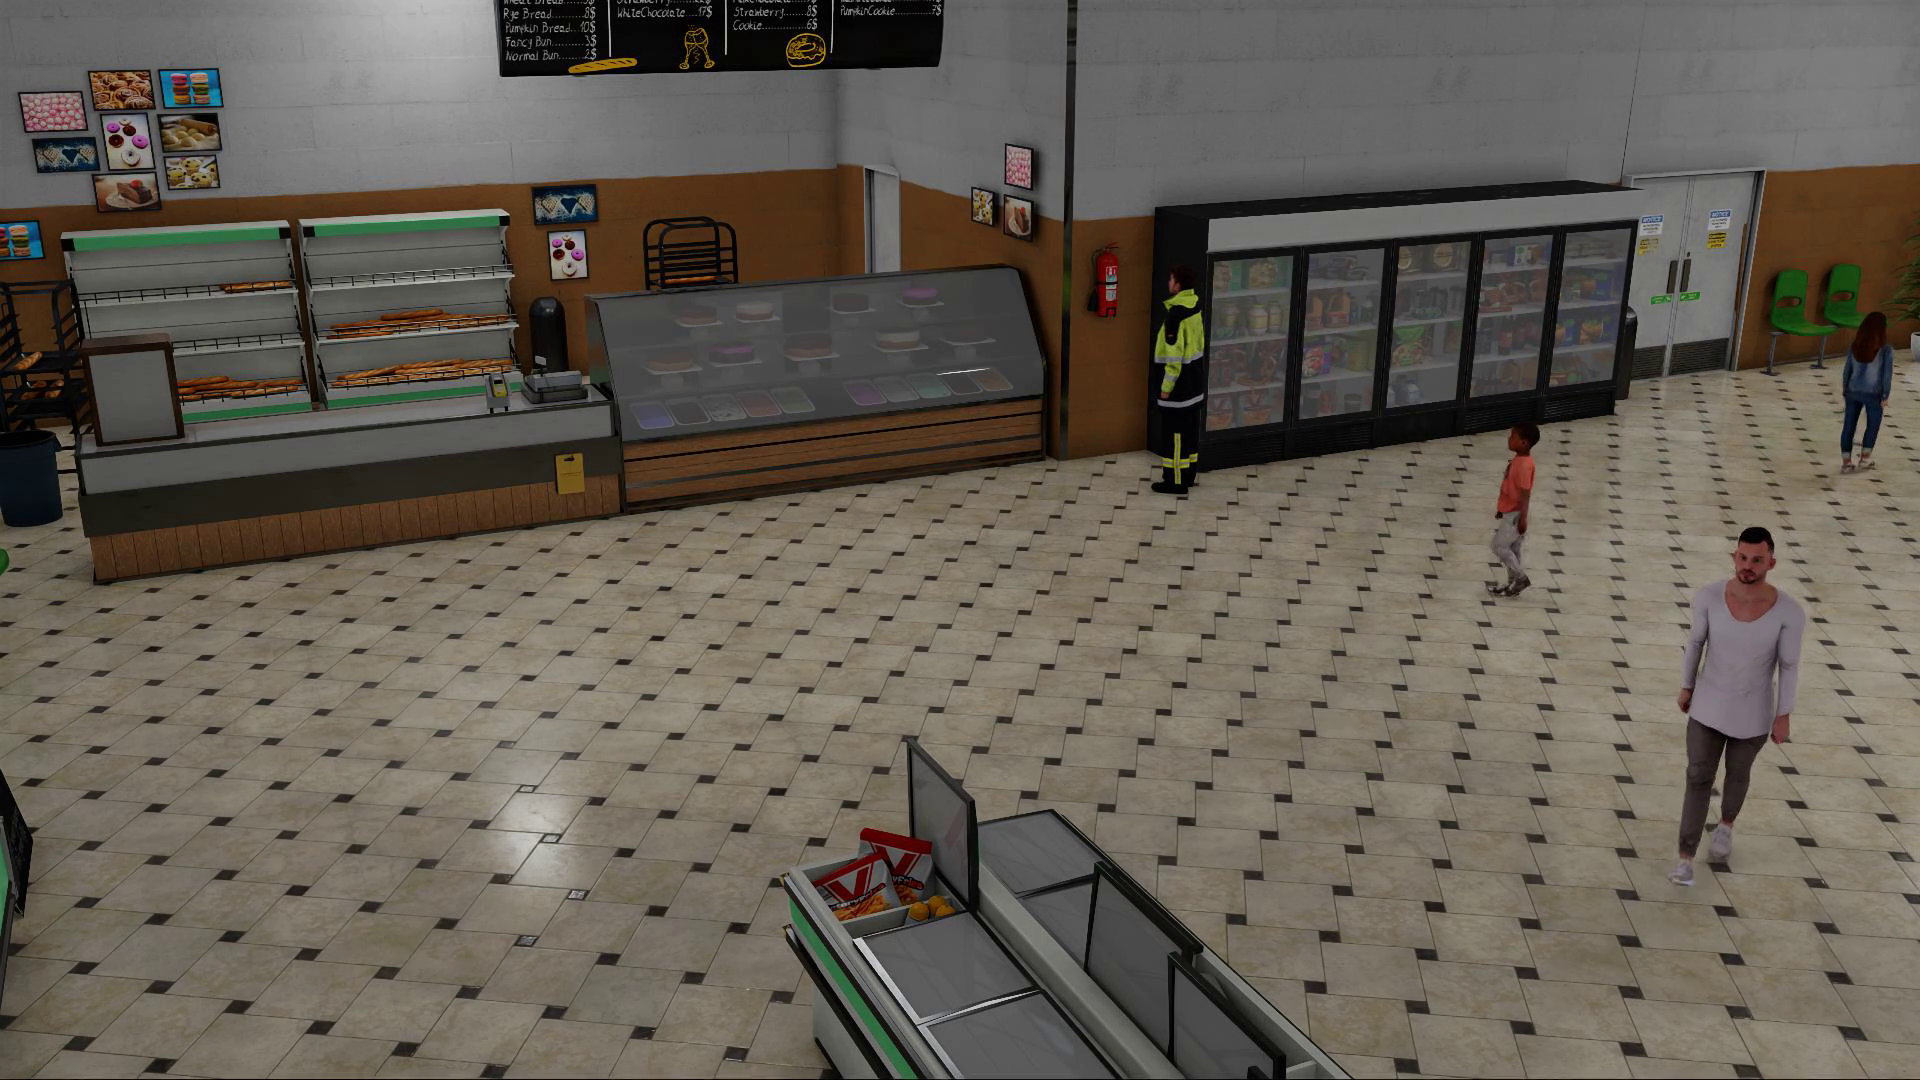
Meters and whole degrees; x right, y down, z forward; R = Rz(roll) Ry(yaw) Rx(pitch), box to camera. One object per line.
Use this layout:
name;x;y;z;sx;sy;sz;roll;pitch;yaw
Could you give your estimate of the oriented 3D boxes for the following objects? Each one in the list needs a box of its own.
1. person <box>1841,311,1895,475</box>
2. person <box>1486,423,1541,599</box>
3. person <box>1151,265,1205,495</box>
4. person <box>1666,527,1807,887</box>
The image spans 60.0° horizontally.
person;8.097;-1.305;14.950;0.754;1.467;0.706;-16;24;-39
person;4.049;-0.203;11.938;0.657;1.302;0.595;5;19;15
person;1.906;-1.397;14.414;0.899;1.983;0.868;9;21;24
person;3.828;0.800;8.199;1.162;1.790;1.118;11;22;29
